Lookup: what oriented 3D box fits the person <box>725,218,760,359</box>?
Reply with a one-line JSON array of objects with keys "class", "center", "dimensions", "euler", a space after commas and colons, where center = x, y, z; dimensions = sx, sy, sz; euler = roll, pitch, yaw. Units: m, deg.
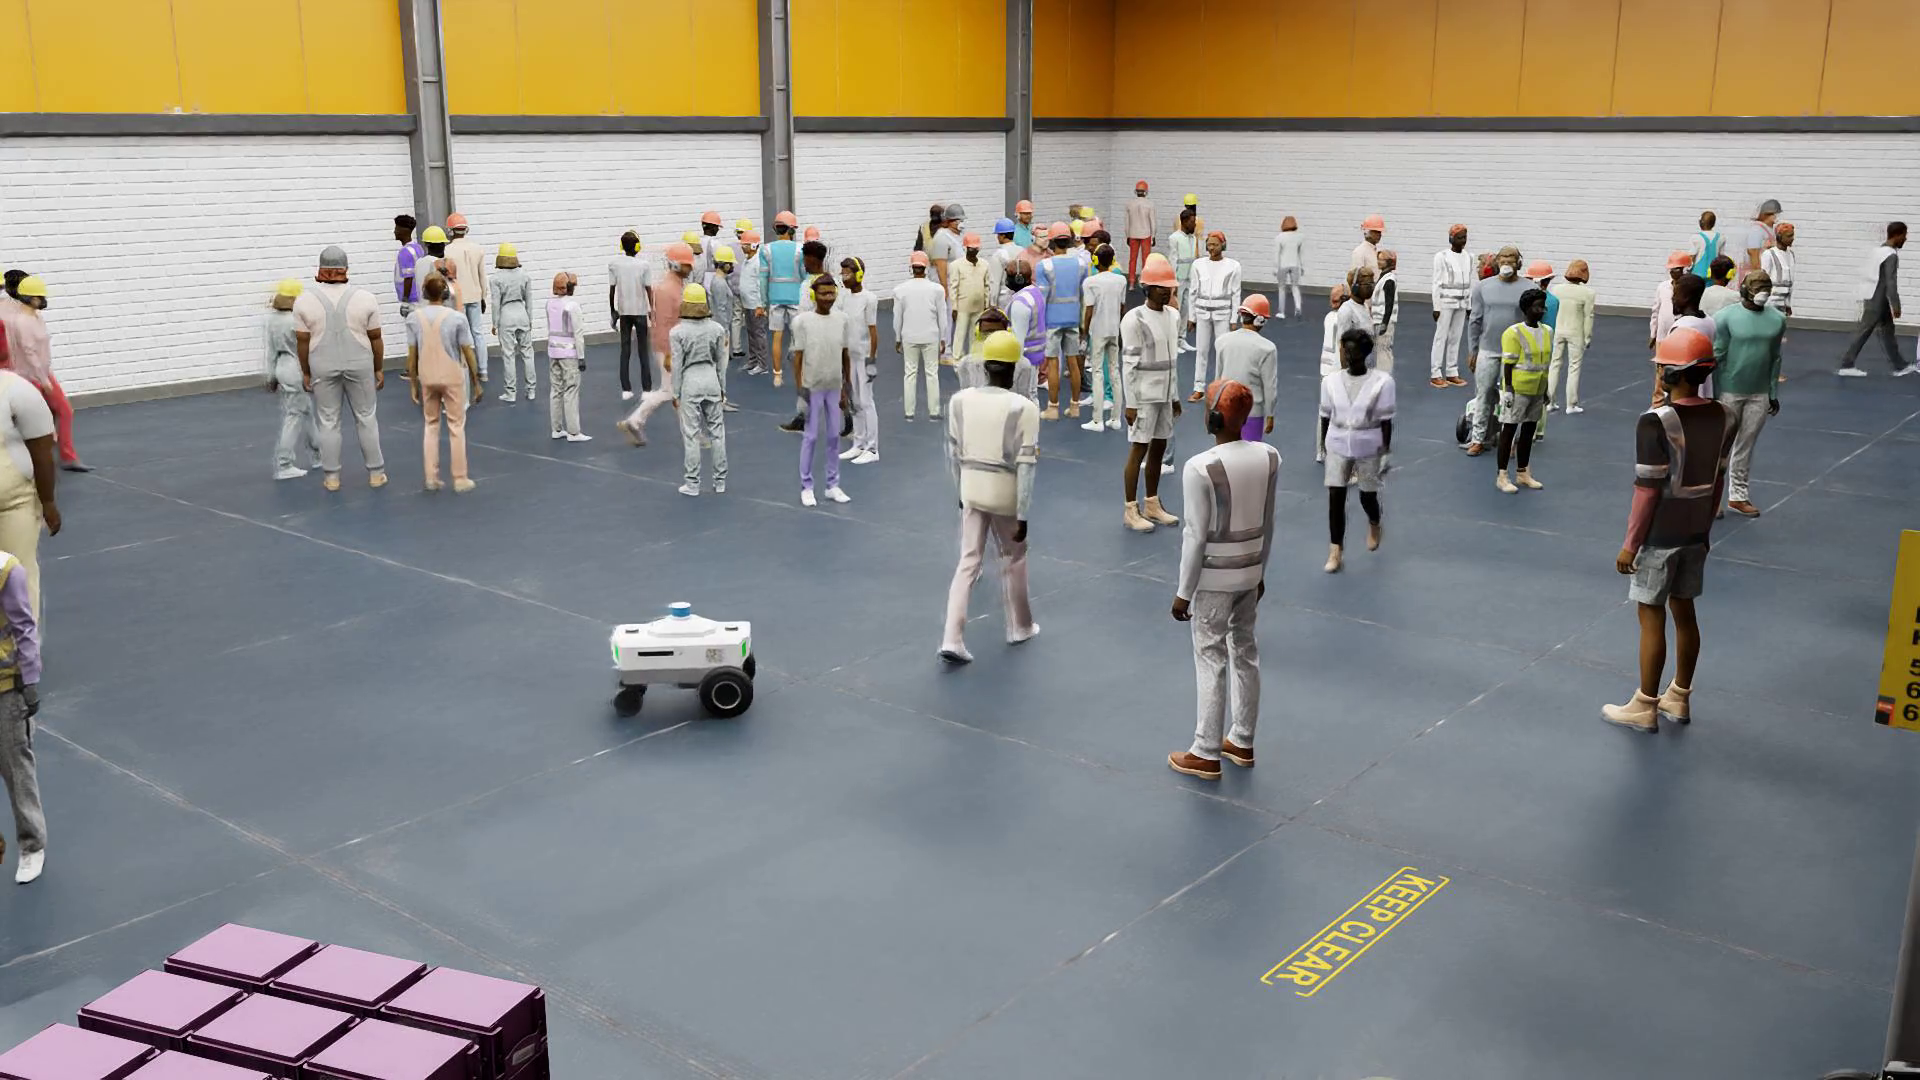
[{"class": "person", "center": [-2.788, -3.250, 21.605], "dimensions": [0.593, 1.824, 0.403], "euler": [8, 16, 28]}]

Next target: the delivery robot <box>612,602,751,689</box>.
[{"class": "delivery robot", "center": [-1.456, 0.570, 8.720], "dimensions": [0.707, 0.478, 0.477], "euler": [-1, 14, -5]}]

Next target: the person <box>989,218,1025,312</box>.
[{"class": "person", "center": [0.562, -2.819, 19.651], "dimensions": [0.415, 1.939, 0.606], "euler": [13, 19, 41]}]

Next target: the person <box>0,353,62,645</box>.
[{"class": "person", "center": [-5.363, -0.243, 9.143], "dimensions": [0.721, 2.000, 0.787], "euler": [2, 14, 7]}]

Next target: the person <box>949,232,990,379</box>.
[{"class": "person", "center": [0.136, -2.820, 20.022], "dimensions": [0.564, 1.752, 0.339], "euler": [-8, 16, -30]}]

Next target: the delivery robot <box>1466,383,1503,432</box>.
[{"class": "delivery robot", "center": [5.157, -1.278, 16.103], "dimensions": [0.477, 0.478, 0.707], "euler": [9, 16, 31]}]

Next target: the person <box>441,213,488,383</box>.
[{"class": "person", "center": [-5.877, -2.850, 19.655], "dimensions": [0.396, 1.992, 0.622], "euler": [11, 18, 38]}]

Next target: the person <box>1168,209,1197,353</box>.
[{"class": "person", "center": [2.972, -3.478, 22.346], "dimensions": [0.384, 1.910, 0.594], "euler": [11, 18, 37]}]

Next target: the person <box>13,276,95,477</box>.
[{"class": "person", "center": [-7.861, -1.393, 14.341], "dimensions": [0.659, 1.743, 0.519], "euler": [-1, 14, -5]}]

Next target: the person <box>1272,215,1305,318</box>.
[{"class": "person", "center": [5.174, -4.289, 26.156], "dimensions": [0.517, 1.616, 0.515], "euler": [-2, 14, -9]}]

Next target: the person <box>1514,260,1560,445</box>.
[{"class": "person", "center": [5.477, -1.784, 15.885], "dimensions": [0.329, 1.751, 0.567], "euler": [11, 18, 38]}]

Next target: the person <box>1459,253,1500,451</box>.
[{"class": "person", "center": [4.956, -1.756, 15.586], "dimensions": [0.373, 1.843, 0.570], "euler": [9, 16, 31]}]

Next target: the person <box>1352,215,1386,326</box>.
[{"class": "person", "center": [4.731, -2.767, 19.329], "dimensions": [0.377, 1.993, 0.611], "euler": [9, 17, 31]}]

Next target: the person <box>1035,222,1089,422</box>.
[{"class": "person", "center": [1.020, -2.244, 17.140], "dimensions": [0.614, 2.039, 0.394], "euler": [-6, 15, -24]}]

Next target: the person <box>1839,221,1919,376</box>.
[{"class": "person", "center": [11.191, -2.878, 20.012], "dimensions": [0.967, 1.865, 0.623], "euler": [5, 15, 20]}]

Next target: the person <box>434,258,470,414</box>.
[{"class": "person", "center": [-5.383, -2.161, 17.620], "dimensions": [0.313, 1.642, 0.513], "euler": [-1, 14, -4]}]

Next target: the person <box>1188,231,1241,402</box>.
[{"class": "person", "center": [2.774, -2.436, 18.228], "dimensions": [0.575, 1.883, 0.355], "euler": [6, 15, 23]}]

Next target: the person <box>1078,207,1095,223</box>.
[{"class": "person", "center": [1.972, -4.327, 26.031], "dimensions": [0.408, 1.748, 0.550], "euler": [4, 15, 17]}]

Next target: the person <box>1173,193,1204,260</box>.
[{"class": "person", "center": [3.677, -4.582, 26.707], "dimensions": [0.587, 1.930, 0.356], "euler": [14, 19, 43]}]

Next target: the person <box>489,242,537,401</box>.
[{"class": "person", "center": [-4.962, -2.414, 18.422], "dimensions": [0.484, 1.744, 0.295], "euler": [-11, 18, -37]}]

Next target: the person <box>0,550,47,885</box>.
[{"class": "person", "center": [-3.931, 0.587, 6.639], "dimensions": [0.515, 1.641, 0.314], "euler": [-1, 14, -4]}]

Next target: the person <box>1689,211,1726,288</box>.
[{"class": "person", "center": [10.282, -3.619, 23.032], "dimensions": [0.519, 1.843, 0.331], "euler": [-1, 14, -3]}]

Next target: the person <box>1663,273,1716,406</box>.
[{"class": "person", "center": [5.504, -1.057, 12.649], "dimensions": [0.377, 1.915, 0.600], "euler": [13, 19, 42]}]

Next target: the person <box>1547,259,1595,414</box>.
[{"class": "person", "center": [6.467, -2.153, 17.624], "dimensions": [0.283, 1.626, 0.493], "euler": [-13, 19, -41]}]

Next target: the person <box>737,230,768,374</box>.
[{"class": "person", "center": [-2.553, -2.919, 20.419], "dimensions": [0.329, 1.752, 0.563], "euler": [-8, 16, -29]}]

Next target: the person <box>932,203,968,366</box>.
[{"class": "person", "center": [-0.032, -3.252, 21.168], "dimensions": [0.537, 2.000, 0.682], "euler": [7, 16, 25]}]

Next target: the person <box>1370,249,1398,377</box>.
[{"class": "person", "center": [4.792, -2.463, 18.825], "dimensions": [0.311, 1.643, 0.513], "euler": [1, 14, 5]}]

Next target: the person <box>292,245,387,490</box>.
[{"class": "person", "center": [-5.192, -1.451, 13.972], "dimensions": [0.688, 2.000, 0.535], "euler": [-5, 15, -18]}]

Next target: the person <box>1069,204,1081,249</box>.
[{"class": "person", "center": [2.062, -5.114, 29.444], "dimensions": [0.312, 1.634, 0.514], "euler": [3, 14, 11]}]

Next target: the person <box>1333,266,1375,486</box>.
[{"class": "person", "center": [3.356, -1.394, 14.141], "dimensions": [0.345, 1.846, 0.508], "euler": [8, 16, 30]}]

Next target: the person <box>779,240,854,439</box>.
[{"class": "person", "center": [-1.345, -1.943, 16.189], "dimensions": [0.971, 1.929, 0.627], "euler": [5, 15, 18]}]

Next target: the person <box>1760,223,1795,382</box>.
[{"class": "person", "center": [9.648, -2.797, 19.673], "dimensions": [0.576, 1.882, 0.355], "euler": [-10, 17, -34]}]

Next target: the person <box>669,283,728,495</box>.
[{"class": "person", "center": [-2.162, -1.240, 13.733], "dimensions": [0.484, 1.744, 0.295], "euler": [-8, 16, -29]}]

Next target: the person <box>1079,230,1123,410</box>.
[{"class": "person", "center": [1.539, -2.356, 17.836], "dimensions": [0.394, 1.919, 0.590], "euler": [-7, 16, -27]}]

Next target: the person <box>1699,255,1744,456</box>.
[{"class": "person", "center": [6.867, -1.662, 15.176], "dimensions": [0.514, 1.865, 0.328], "euler": [11, 18, 37]}]

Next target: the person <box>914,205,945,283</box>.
[{"class": "person", "center": [-0.385, -4.349, 26.091], "dimensions": [0.631, 1.792, 1.003], "euler": [7, 16, 27]}]

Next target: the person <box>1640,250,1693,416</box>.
[{"class": "person", "center": [7.362, -2.106, 17.172], "dimensions": [0.343, 1.749, 0.571], "euler": [-9, 16, -31]}]
